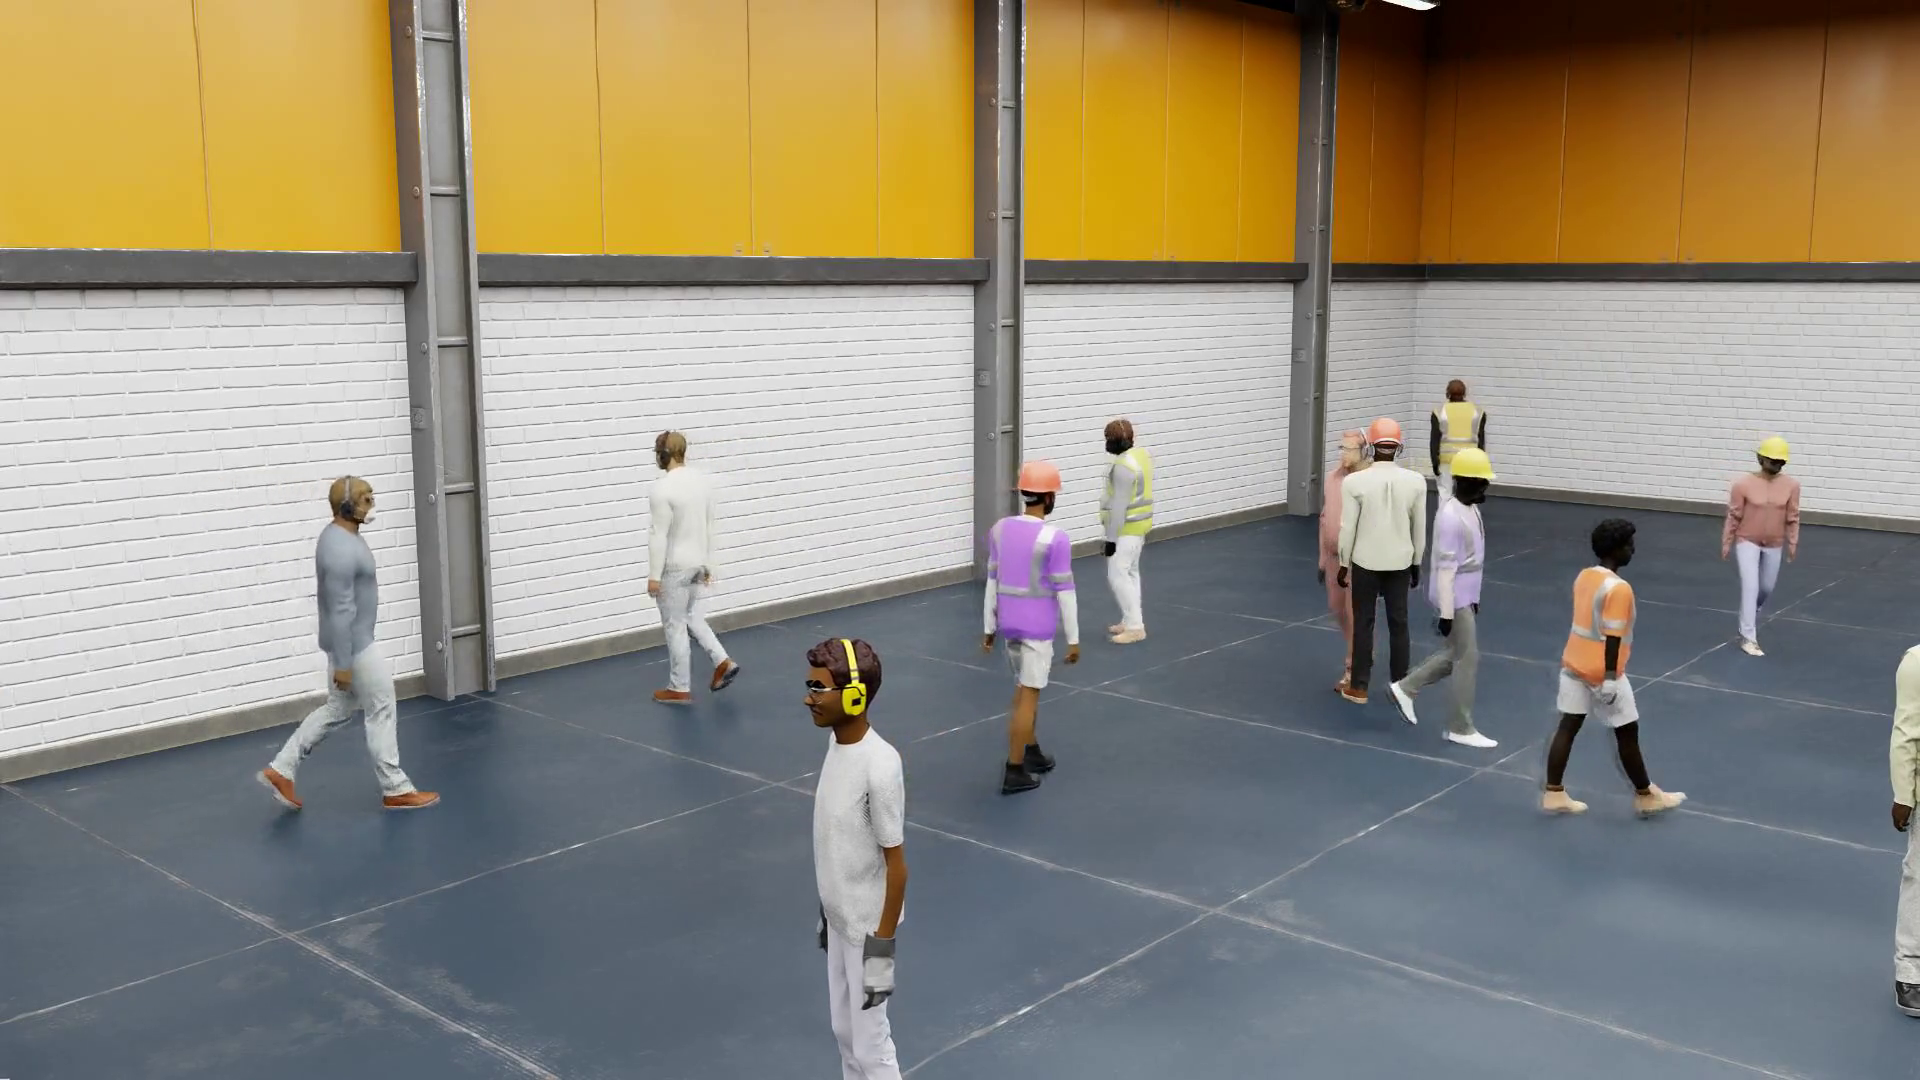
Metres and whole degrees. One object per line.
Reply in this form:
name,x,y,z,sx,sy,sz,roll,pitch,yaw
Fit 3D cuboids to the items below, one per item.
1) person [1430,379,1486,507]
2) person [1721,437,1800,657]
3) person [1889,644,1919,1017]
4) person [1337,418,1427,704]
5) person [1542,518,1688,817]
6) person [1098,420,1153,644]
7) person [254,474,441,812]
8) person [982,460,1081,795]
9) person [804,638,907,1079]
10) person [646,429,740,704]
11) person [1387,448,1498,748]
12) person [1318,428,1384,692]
person,5.610,-0.908,18.763,0.631,1.818,0.742,1,9,7
person,6.355,0.013,13.270,0.560,1.728,0.784,1,9,5
person,4.040,1.012,6.654,0.592,1.833,0.404,1,9,8
person,2.924,0.149,11.569,0.617,1.994,0.381,-1,9,-4
person,3.600,0.705,9.087,0.819,1.656,0.557,-1,9,-6
person,1.345,-0.070,13.569,0.433,1.823,0.693,3,9,17
person,-3.421,0.583,9.135,0.902,1.915,0.639,-4,10,-22
person,0.470,0.490,9.653,0.583,1.911,0.723,8,12,43
person,-0.339,1.221,5.230,0.312,1.869,0.535,-4,10,-23
person,-1.887,0.198,11.496,0.508,1.927,0.641,3,10,20
person,3.109,0.351,10.576,0.634,1.908,0.597,4,10,25
person,2.861,0.146,12.019,0.512,1.939,0.655,-6,11,-31
